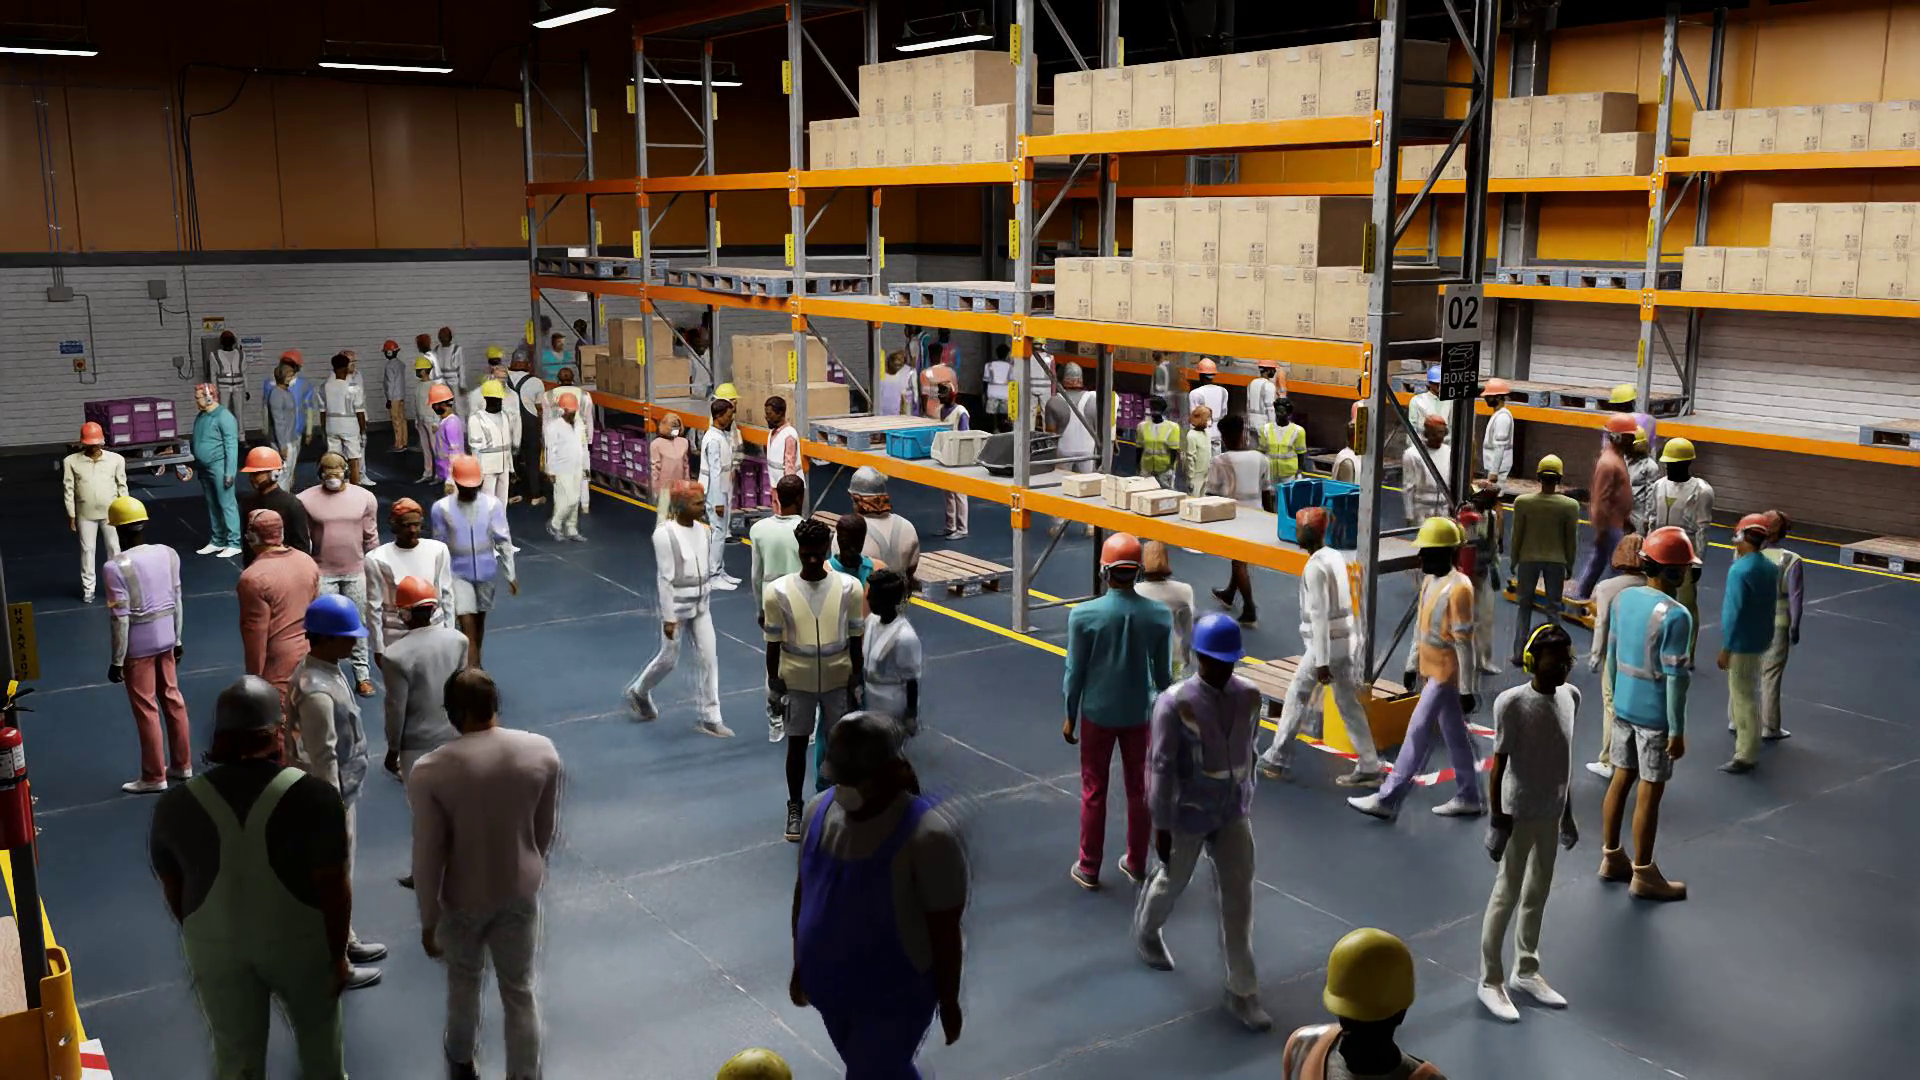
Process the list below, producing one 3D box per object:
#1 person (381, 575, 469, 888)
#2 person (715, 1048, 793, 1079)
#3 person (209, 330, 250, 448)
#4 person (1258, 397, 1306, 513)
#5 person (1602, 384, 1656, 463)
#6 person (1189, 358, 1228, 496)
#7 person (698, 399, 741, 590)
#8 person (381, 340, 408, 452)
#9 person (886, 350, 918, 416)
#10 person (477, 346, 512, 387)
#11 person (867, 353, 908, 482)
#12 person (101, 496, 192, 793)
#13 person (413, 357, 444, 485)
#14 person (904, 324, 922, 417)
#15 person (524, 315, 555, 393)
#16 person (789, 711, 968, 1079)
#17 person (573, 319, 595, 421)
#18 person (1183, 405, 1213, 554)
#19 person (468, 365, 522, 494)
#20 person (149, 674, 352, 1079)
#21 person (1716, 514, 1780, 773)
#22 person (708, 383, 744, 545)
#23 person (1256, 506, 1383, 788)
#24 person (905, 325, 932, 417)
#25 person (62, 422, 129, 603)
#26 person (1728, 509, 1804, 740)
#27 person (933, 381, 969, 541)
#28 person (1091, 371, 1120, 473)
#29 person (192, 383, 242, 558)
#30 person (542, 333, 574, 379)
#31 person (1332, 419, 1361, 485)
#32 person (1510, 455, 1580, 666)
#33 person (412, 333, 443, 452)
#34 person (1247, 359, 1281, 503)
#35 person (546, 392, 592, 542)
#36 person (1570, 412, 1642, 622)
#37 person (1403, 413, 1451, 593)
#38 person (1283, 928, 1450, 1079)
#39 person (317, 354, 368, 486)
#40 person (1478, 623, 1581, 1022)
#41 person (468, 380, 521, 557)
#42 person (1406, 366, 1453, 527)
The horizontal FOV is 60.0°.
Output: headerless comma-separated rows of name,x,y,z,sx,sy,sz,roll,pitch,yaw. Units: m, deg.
person,-2.961,1.053,9.199,0.342,1.748,0.573,7,13,32
person,-0.516,2.068,4.073,0.491,1.729,0.323,2,11,11
person,-11.602,-2.382,26.452,0.580,1.883,0.350,-9,14,-39
person,3.583,-0.750,18.570,0.535,1.697,0.322,5,12,25
person,7.286,-0.755,18.099,0.675,1.887,0.553,-1,11,-3
person,3.061,-1.289,20.704,0.543,1.942,0.349,-5,12,-25
person,-2.408,-0.454,16.526,0.405,1.909,0.597,-1,11,-4
person,-8.910,-2.265,26.181,0.329,1.751,0.571,0,11,1
person,-0.907,-2.129,25.816,0.527,1.621,0.528,1,11,3
person,-6.469,-1.775,23.371,0.596,1.875,0.981,-6,13,-30
person,-0.992,-1.696,23.168,0.585,1.798,0.762,-3,12,-17
person,-5.259,0.672,10.710,0.377,1.922,0.594,3,12,17
person,-7.359,-1.640,22.950,0.523,1.769,0.309,9,14,38
person,-0.846,-2.919,29.291,0.335,1.845,0.513,1,11,6
person,-7.117,-2.834,28.357,0.693,2.000,0.609,8,13,35
person,-0.280,1.520,6.071,0.701,2.000,0.934,9,14,38
person,-6.478,-2.855,28.754,0.366,1.932,0.630,-3,12,-17
person,2.637,-0.673,18.344,0.266,1.631,0.509,7,13,32
person,-5.684,-1.205,20.417,0.668,1.879,0.478,-8,14,-37
person,-2.649,1.461,6.375,0.694,2.000,0.822,-2,11,-12
person,5.292,0.691,11.179,0.627,1.708,0.391,-11,15,-43
person,-2.644,-0.857,18.806,0.403,1.827,0.595,-2,11,-12
person,2.333,0.698,10.791,0.975,1.833,0.613,6,13,30
person,-0.786,-3.162,30.582,0.429,1.833,0.632,-10,15,-41
person,-8.303,-0.275,16.018,0.559,1.744,0.333,-7,13,-32
person,5.712,0.599,11.816,0.307,1.641,0.513,-9,14,-37
person,-0.087,-0.916,19.084,0.393,1.837,0.560,-8,14,-36
person,1.732,-1.196,20.464,0.566,1.849,0.390,-10,15,-43
person,-8.112,-0.757,18.086,0.637,1.904,0.403,8,14,36
person,-6.409,-2.413,26.737,0.637,1.821,0.587,9,14,39
person,3.604,-0.212,15.467,0.393,1.836,0.560,4,12,18
person,4.788,0.176,13.678,0.522,1.762,0.337,3,11,14
person,-8.333,-2.313,26.145,0.422,1.884,0.591,0,11,2
person,3.943,-1.451,21.549,0.376,1.932,0.551,-5,12,-22
person,-4.407,-0.813,18.808,0.382,1.735,0.567,5,12,22
person,5.877,-0.167,14.925,0.613,1.987,0.627,5,12,24
person,4.442,-0.276,15.724,0.596,1.869,0.697,-2,11,-10
person,1.029,1.917,4.322,0.361,1.928,0.594,-9,14,-38
person,-7.829,-1.377,21.122,0.608,1.959,0.374,1,11,8
person,2.662,1.287,7.710,0.534,1.868,0.310,-6,12,-26
person,-5.075,-0.784,18.161,0.373,1.925,0.590,6,12,26
person,5.555,-1.077,19.597,0.604,1.949,0.389,-2,11,-10
